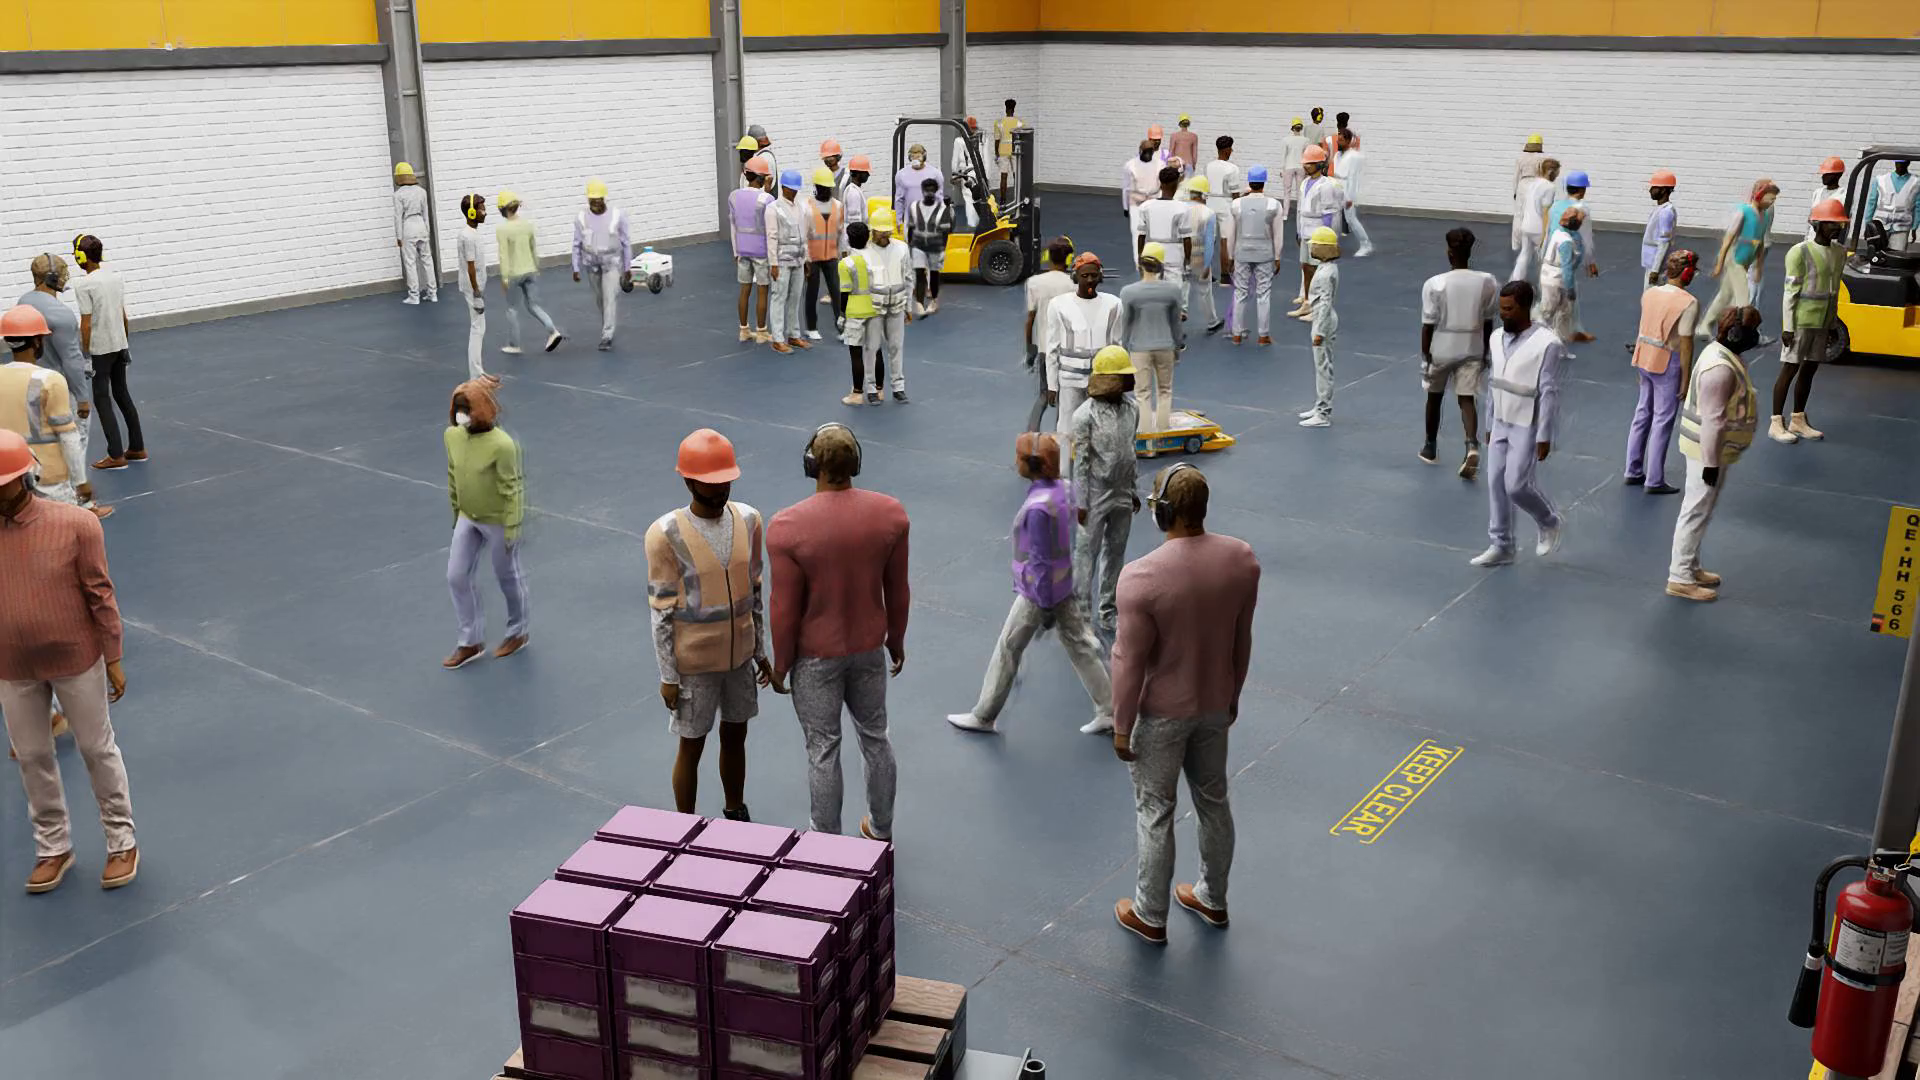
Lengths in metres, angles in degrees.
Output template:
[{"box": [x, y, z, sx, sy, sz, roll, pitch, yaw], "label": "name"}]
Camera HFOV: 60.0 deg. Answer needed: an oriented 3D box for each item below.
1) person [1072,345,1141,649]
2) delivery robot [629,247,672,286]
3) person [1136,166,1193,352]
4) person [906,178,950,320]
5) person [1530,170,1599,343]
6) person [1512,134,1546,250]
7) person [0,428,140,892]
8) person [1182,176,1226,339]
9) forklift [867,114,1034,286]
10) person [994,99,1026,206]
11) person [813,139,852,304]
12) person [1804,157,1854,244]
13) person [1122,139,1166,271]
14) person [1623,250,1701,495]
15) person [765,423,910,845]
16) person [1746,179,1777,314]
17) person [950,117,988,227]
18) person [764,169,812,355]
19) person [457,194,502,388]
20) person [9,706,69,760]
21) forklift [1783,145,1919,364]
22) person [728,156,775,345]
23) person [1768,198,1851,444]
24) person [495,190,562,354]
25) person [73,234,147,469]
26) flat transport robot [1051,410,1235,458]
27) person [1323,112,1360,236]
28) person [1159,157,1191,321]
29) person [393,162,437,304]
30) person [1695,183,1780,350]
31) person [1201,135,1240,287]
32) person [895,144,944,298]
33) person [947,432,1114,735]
[{"box": [0.852, -0.250, 9.519, 0.492, 1.744, 0.293, -14, 22, -37], "label": "person"}, {"box": [-4.051, -3.573, 21.684, 0.477, 0.478, 0.707, 6, 19, 18], "label": "delivery robot"}, {"box": [2.178, -2.975, 17.684, 0.613, 1.962, 0.365, 9, 20, 25], "label": "person"}, {"box": [-0.381, -3.461, 19.701, 0.538, 1.651, 0.822, 2, 18, 5], "label": "person"}, {"box": [6.494, -3.032, 17.983, 1.016, 1.902, 0.613, -3, 18, -9], "label": "person"}, {"box": [8.641, -5.279, 25.259, 0.488, 1.738, 0.322, 13, 22, 36], "label": "person"}, {"box": [-3.751, 0.498, 6.797, 0.627, 1.983, 0.403, -4, 18, -12], "label": "person"}, {"box": [2.629, -3.129, 18.446, 0.597, 1.788, 0.886, 13, 22, 35], "label": "person"}, {"box": [-0.171, -4.594, 22.377, 2.313, 2.155, 1.214, 1, 18, 3], "label": "forklift"}, {"box": [0.922, -7.120, 30.646, 0.603, 1.966, 0.368, 0, 18, -1], "label": "person"}, {"box": [-1.544, -3.894, 20.456, 0.607, 2.033, 0.418, 8, 19, 24], "label": "person"}, {"box": [9.898, -3.411, 19.094, 0.362, 1.935, 0.553, -6, 19, -18], "label": "person"}, {"box": [2.587, -4.746, 23.473, 0.630, 1.815, 0.752, -1, 18, -5], "label": "person"}, {"box": [5.278, -1.259, 12.530, 0.383, 1.835, 0.563, -4, 18, -14], "label": "person"}, {"box": [-0.504, 0.460, 6.984, 0.635, 1.937, 0.352, -9, 20, -26], "label": "person"}, {"box": [9.442, -3.450, 19.720, 0.290, 1.627, 0.504, 17, 24, 42], "label": "person"}, {"box": [0.116, -5.988, 27.288, 0.581, 1.860, 0.781, -8, 19, -23], "label": "person"}, {"box": [-1.811, -2.964, 17.693, 0.412, 1.937, 0.605, 12, 21, 34], "label": "person"}, {"box": [-4.659, -2.392, 16.037, 0.322, 1.862, 0.513, -5, 18, -14], "label": "person"}, {"box": [-4.729, 0.230, 7.700, 0.614, 1.949, 1.029, 14, 22, 37], "label": "person"}, {"box": [9.803, -2.879, 17.013, 2.313, 2.155, 1.214, 12, 21, 33], "label": "forklift"}, {"box": [-2.209, -3.141, 18.111, 0.612, 2.029, 0.407, 10, 20, 29], "label": "person"}, {"box": [7.169, -1.838, 13.997, 0.607, 2.048, 0.366, -8, 19, -23], "label": "person"}, {"box": [-4.583, -2.809, 17.535, 0.649, 1.734, 0.564, 10, 20, 29], "label": "person"}, {"box": [-6.804, -1.493, 13.238, 0.333, 1.854, 0.525, 3, 18, 10], "label": "person"}, {"box": [1.512, -0.883, 13.879, 1.431, 0.197, 0.652, -7, 19, -20], "label": "flat transport robot"}, {"box": [6.123, -5.898, 26.825, 0.607, 1.966, 0.367, 4, 18, 12], "label": "person"}, {"box": [2.484, -3.506, 19.440, 0.409, 1.909, 0.640, -10, 20, -29], "label": "person"}, {"box": [-6.816, -3.807, 20.666, 0.321, 1.737, 0.487, 13, 22, 34], "label": "person"}, {"box": [8.452, -2.941, 17.890, 0.651, 1.767, 0.985, -14, 22, -36], "label": "person"}, {"box": [3.443, -4.338, 21.947, 0.607, 1.966, 0.367, 16, 24, 41], "label": "person"}, {"box": [-0.519, -4.040, 21.084, 0.635, 1.929, 0.385, 3, 18, 11], "label": "person"}, {"box": [0.423, 0.237, 8.244, 0.897, 1.593, 0.508, 5, 19, 16], "label": "person"}]
